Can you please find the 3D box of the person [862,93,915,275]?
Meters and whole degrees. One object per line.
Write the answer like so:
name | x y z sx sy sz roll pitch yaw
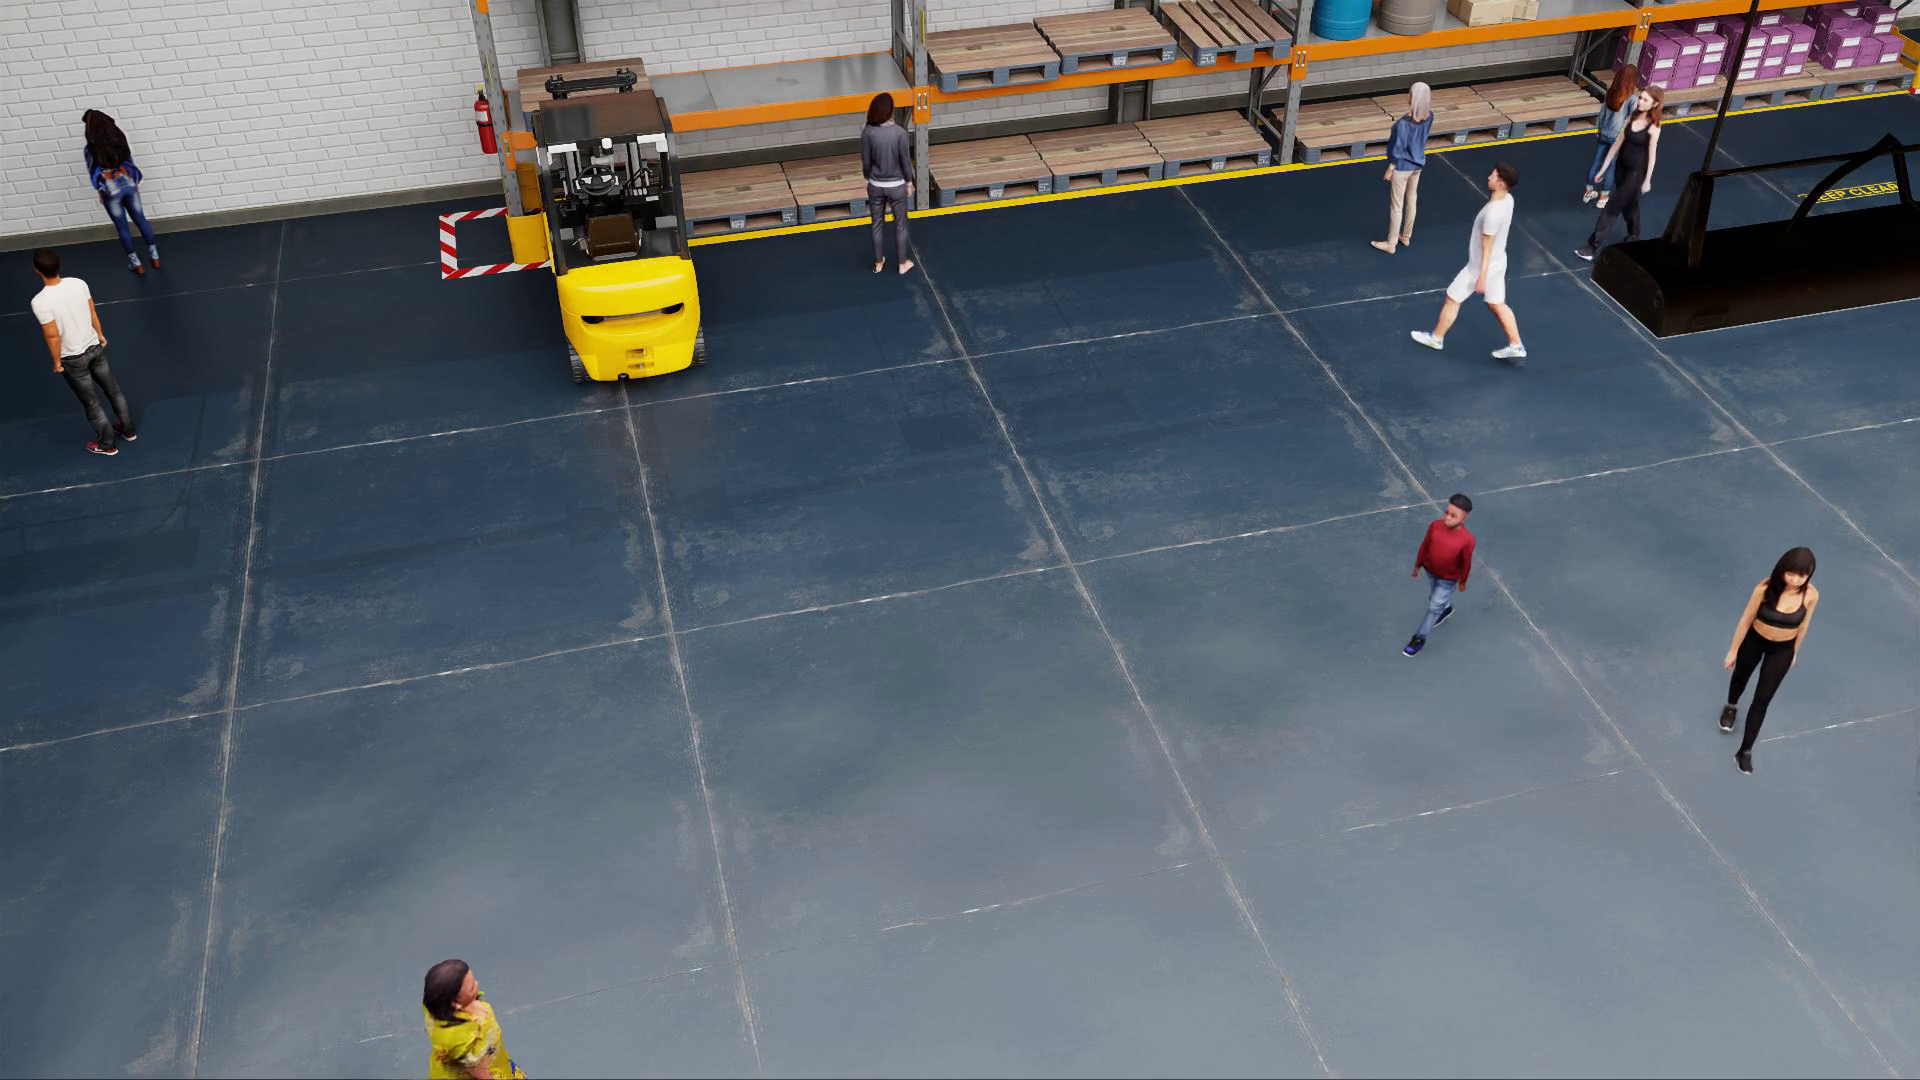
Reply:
person | -0.681 -3.309 15.485 0.626 1.769 0.761 6 39 8

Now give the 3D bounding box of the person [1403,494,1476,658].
person | 3.388 0.176 11.551 0.950 1.234 0.760 -30 47 -32

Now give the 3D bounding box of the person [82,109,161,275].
person | -7.870 -3.271 15.556 0.760 1.622 0.676 25 45 28

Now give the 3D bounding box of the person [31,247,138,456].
person | -6.987 -1.505 13.207 0.748 1.804 0.711 16 41 19

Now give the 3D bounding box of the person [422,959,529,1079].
person | -2.446 2.672 8.109 1.126 1.639 0.938 -22 43 -25

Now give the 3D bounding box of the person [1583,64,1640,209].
person | 6.534 -4.046 16.642 0.607 1.477 0.623 -23 44 -26

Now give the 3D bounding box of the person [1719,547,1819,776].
person | 5.169 0.635 10.670 0.996 1.615 0.988 14 41 17

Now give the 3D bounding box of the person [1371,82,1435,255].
person | 4.265 -3.556 15.860 0.642 1.698 0.756 -28 46 -30

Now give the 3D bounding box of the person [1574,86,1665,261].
person | 6.435 -3.489 15.769 1.130 1.696 0.688 -15 41 -18

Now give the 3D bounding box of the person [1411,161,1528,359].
person | 4.593 -2.319 14.212 1.275 1.812 1.254 22 44 25
